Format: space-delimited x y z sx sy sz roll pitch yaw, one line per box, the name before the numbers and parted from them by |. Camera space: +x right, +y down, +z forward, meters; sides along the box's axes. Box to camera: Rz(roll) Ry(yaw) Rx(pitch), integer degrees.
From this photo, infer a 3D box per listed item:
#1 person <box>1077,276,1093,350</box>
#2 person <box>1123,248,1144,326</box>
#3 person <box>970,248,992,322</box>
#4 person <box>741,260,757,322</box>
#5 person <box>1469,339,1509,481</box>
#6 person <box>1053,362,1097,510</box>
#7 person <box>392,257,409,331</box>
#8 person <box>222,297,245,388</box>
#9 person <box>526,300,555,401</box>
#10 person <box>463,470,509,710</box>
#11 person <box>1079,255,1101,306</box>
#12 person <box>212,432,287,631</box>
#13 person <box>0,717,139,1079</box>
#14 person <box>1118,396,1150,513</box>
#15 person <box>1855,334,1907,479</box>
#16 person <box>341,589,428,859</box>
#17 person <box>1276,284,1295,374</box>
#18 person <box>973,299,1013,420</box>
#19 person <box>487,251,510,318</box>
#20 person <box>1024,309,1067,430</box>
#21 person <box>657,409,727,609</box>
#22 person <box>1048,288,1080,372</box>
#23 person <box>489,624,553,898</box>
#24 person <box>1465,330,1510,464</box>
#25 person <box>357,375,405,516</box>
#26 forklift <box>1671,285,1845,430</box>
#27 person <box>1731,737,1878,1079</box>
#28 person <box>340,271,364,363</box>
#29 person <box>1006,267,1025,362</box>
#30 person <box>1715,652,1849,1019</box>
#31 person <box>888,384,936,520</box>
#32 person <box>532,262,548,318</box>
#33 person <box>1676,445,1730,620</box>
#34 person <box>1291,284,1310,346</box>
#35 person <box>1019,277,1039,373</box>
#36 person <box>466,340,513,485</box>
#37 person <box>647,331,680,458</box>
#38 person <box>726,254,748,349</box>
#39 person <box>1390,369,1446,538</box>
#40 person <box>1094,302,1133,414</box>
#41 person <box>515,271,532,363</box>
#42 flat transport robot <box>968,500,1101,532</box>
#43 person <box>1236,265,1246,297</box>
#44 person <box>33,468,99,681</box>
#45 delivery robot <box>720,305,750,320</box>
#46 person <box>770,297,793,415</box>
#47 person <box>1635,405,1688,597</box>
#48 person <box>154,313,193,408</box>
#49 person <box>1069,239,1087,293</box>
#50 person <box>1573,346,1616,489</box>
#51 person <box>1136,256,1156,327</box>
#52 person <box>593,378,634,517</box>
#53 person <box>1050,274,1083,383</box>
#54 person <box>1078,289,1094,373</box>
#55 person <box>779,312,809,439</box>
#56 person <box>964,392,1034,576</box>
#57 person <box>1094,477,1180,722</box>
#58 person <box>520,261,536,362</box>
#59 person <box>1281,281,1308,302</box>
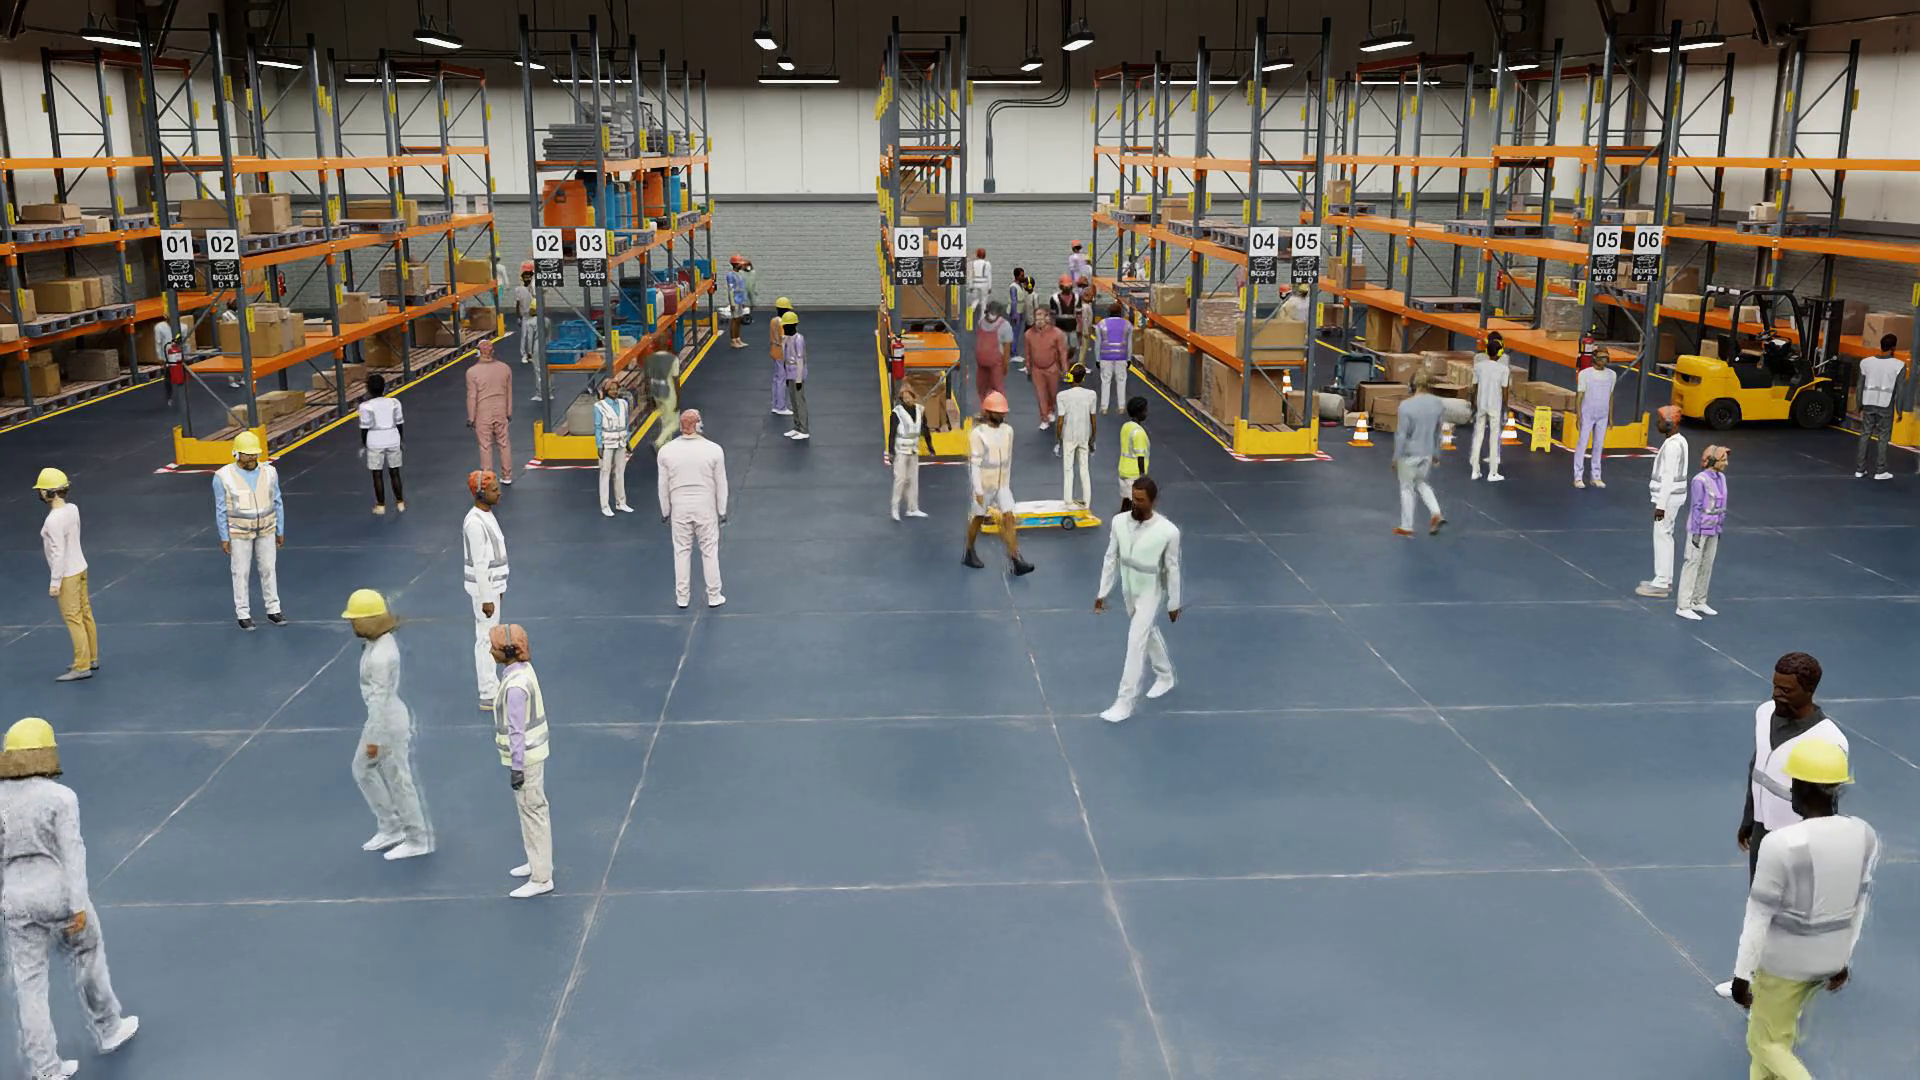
person | 2.682 -4.879 35.840 0.347 1.613 0.532 1 13 6
person | 4.245 -6.207 40.838 0.589 1.917 0.389 -13 18 -43
person | 0.495 -6.319 41.406 0.585 1.872 0.542 8 16 31
person | -5.249 -6.145 41.219 0.537 1.603 0.409 -9 16 -32
person | 6.966 -1.709 21.884 0.534 1.864 0.309 11 17 39
person | 1.349 -1.153 19.506 0.532 1.876 0.319 -4 14 -17
person | -13.331 -5.880 39.736 0.572 1.788 0.773 5 14 21
person | -13.277 -3.625 30.486 0.311 1.638 0.521 4 14 16
person | -7.300 -3.293 28.852 0.312 1.744 0.487 11 17 40
person | -3.671 0.387 12.968 0.356 1.882 0.574 -3 14 -11
person | 3.117 -6.067 40.471 0.806 1.807 0.599 -9 16 -34
person | -6.426 -0.086 15.107 0.591 1.824 0.403 -12 18 -41
person | -4.311 1.684 7.861 0.518 1.681 0.746 -1 13 -2
person | 1.894 -0.717 18.044 0.317 1.696 0.537 -4 14 -15
person | 12.161 -1.763 22.003 0.373 1.915 0.596 -10 17 -37
person | -3.545 1.131 10.146 0.529 1.721 0.506 -5 14 -20
person | 6.231 -4.048 32.029 0.324 1.752 0.562 8 15 31
person | 0.514 -2.868 26.419 0.706 2.000 0.567 10 16 35
person | -11.738 -6.474 42.363 0.538 1.723 0.873 5 14 19
person | 1.349 -2.705 26.118 0.676 1.869 0.822 3 14 11
person | -2.527 -0.293 15.805 0.643 1.905 0.399 0 13 -1
person | 1.990 -4.058 31.772 0.665 1.890 0.435 3 14 12
person | -2.565 1.275 9.751 0.318 1.630 0.513 -3 14 -13
person | 7.287 -1.962 22.986 0.602 1.853 0.368 1 13 3
person | -6.869 -1.125 19.787 0.569 1.696 0.320 -13 18 -43
forklift | 12.503 -2.886 26.166 2.313 2.155 1.214 -1 13 -3
person | 3.599 1.770 7.079 0.614 1.895 0.797 -5 14 -22
person | -12.415 -4.560 33.821 0.548 1.931 0.388 -10 17 -37
person | 1.154 -4.623 34.113 0.397 1.920 0.587 3 14 14
person | 4.136 1.473 8.314 0.397 1.911 0.588 -2 13 -9
person | -0.595 -1.041 19.569 0.373 1.629 0.662 12 18 41
person | -10.232 -6.076 40.272 0.635 1.927 1.085 -8 15 -30
person | 6.935 -0.078 15.482 0.521 1.632 0.312 -10 17 -37
person | 6.738 -4.261 32.951 0.518 1.753 0.503 -3 14 -13
person | 1.372 -4.181 32.363 0.335 1.865 0.519 -4 14 -17
person | -6.068 -1.622 21.427 0.409 1.908 0.639 13 18 43
person | -4.124 -1.973 23.091 0.564 1.824 0.605 9 16 32
person | -4.854 -5.210 36.332 0.374 2.043 0.614 3 14 14
person | 5.112 -0.940 18.498 0.638 1.922 0.556 -7 15 -28
person | 2.517 -2.984 27.365 0.619 1.835 0.430 0 13 -2
person | -8.795 -4.548 33.900 0.507 1.872 0.329 -11 17 -39
flat transport robot | 0.859 -0.290 19.288 1.431 0.197 0.652 -3 14 -13
person | 7.281 -6.721 43.328 0.318 1.767 0.534 2 13 8
person | -7.357 0.280 13.670 0.314 1.769 0.524 -2 13 -10
delivery robot | -5.580 -5.645 41.161 0.707 0.478 0.477 -7 15 -27
person | -2.916 -3.017 27.295 0.376 1.922 0.594 -6 14 -22
person | 6.894 -0.385 16.257 0.371 1.879 0.587 7 15 27
person | -13.261 -3.113 28.078 0.569 1.752 0.338 -12 18 -41
person | 2.951 -6.595 42.217 0.609 2.036 0.403 -13 18 -43
person | 8.154 -1.576 21.363 0.507 1.846 0.345 -2 13 -8
person | 4.516 -5.978 40.212 0.571 1.747 0.338 -6 15 -24
person | -4.144 -1.114 19.847 0.307 1.641 0.514 10 16 36
person | 1.975 -3.964 31.086 0.620 2.031 0.668 -3 14 -12
person | 2.464 -4.067 32.395 0.284 1.625 0.497 3 14 11
person | -2.506 -2.476 25.030 0.410 1.918 0.585 -6 14 -23
person | 0.358 -0.573 17.030 0.569 1.878 1.008 -9 16 -33
person | 1.426 0.415 12.898 1.038 1.871 0.590 -12 18 -41
person | -8.780 -4.662 34.005 0.366 2.048 0.607 -8 15 -30
person | 6.997 -4.709 34.859 0.580 1.736 0.469 6 15 25
